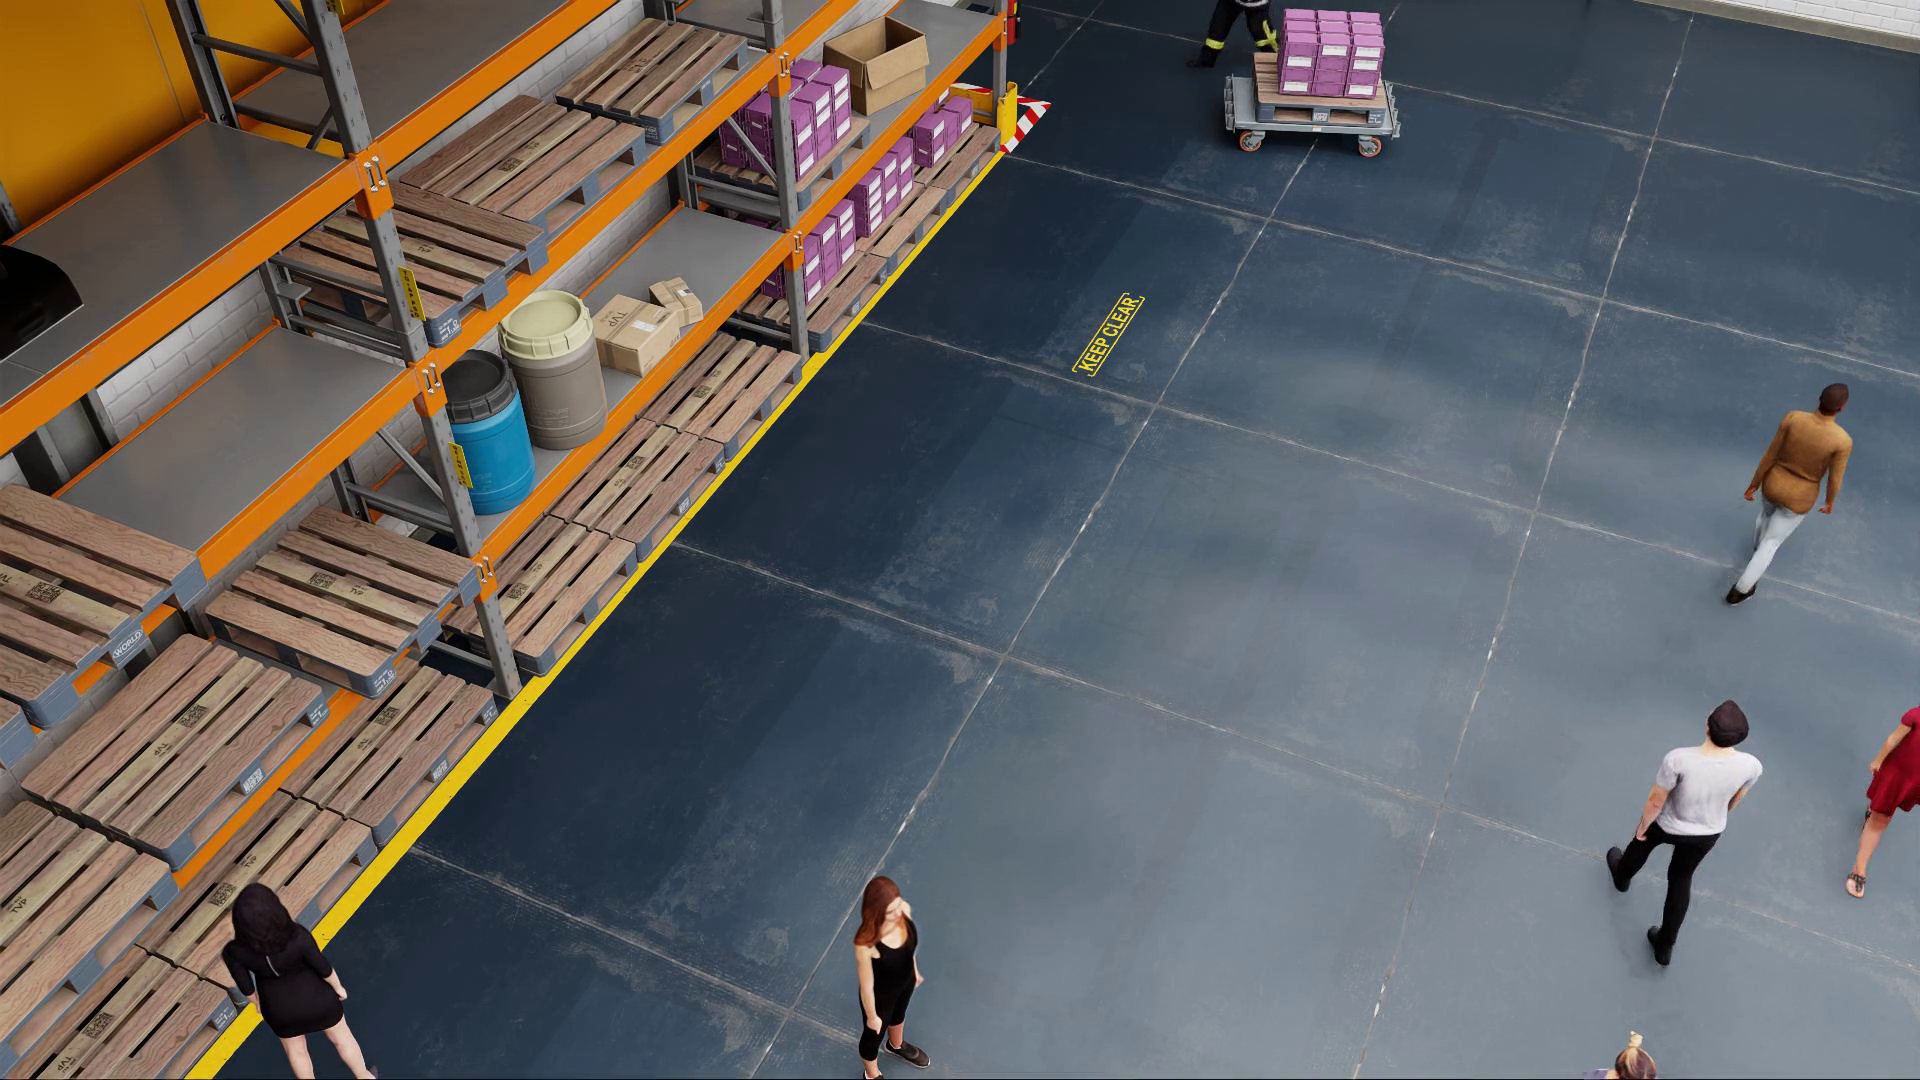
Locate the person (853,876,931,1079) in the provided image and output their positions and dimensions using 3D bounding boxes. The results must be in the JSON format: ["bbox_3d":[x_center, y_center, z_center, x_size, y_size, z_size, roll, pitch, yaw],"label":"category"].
[{"bbox_3d":[-0.377,2.284,8.558,0.654,1.726,0.492,26,49,24],"label":"person"}]

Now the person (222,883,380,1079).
[{"bbox_3d":[-3.354,2.348,8.432,0.648,1.805,0.685,-10,45,-11],"label":"person"}]

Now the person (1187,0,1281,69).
[{"bbox_3d":[2.972,-5.638,16.726,1.374,1.929,1.279,-16,46,-16],"label":"person"}]

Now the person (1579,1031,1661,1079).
[{"bbox_3d":[3.045,2.880,8.009,0.636,1.620,0.646,0,44,0],"label":"person"}]

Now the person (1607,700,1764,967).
[{"bbox_3d":[4.026,1.622,9.171,0.835,1.838,1.127,8,44,8],"label":"person"}]

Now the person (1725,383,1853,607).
[{"bbox_3d":[5.532,-0.268,11.192,1.164,1.787,0.926,-33,53,-30],"label":"person"}]

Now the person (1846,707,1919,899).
[{"bbox_3d":[5.571,1.317,9.727,0.541,1.511,1.018,19,47,19],"label":"person"}]
